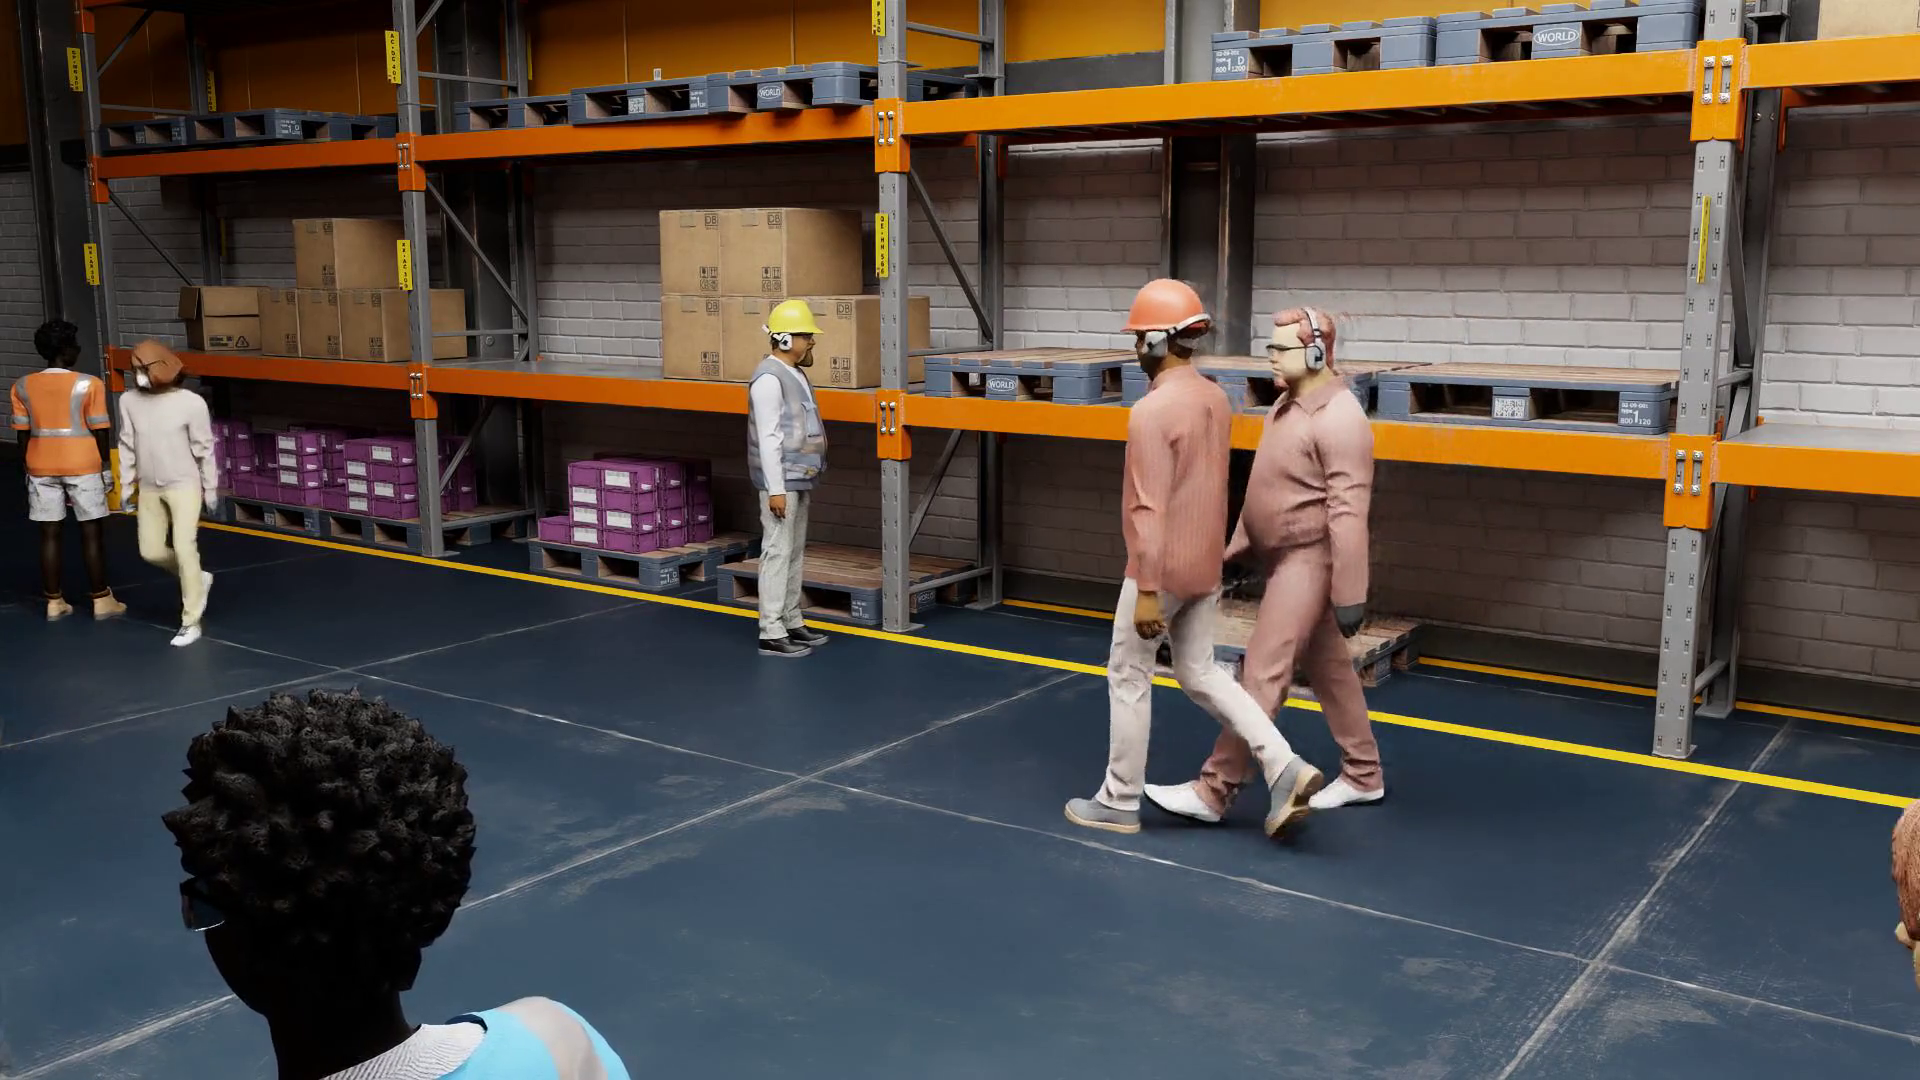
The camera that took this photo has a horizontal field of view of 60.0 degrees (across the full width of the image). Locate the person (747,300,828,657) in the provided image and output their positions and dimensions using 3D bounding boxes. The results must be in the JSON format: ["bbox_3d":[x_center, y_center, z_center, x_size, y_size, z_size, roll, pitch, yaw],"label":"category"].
[{"bbox_3d":[-0.881,-0.318,8.592,0.403,1.827,0.593,2,10,11],"label":"person"}]

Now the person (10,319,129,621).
[{"bbox_3d":[-5.020,-0.386,9.350,0.536,1.699,0.322,0,10,-1],"label":"person"}]

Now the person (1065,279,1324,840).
[{"bbox_3d":[0.804,0.093,5.722,0.855,1.970,0.629,7,12,35],"label":"person"}]

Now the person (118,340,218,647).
[{"bbox_3d":[-4.196,-0.270,8.910,0.524,1.609,0.560,1,10,5],"label":"person"}]

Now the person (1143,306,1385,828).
[{"bbox_3d":[1.142,0.104,5.967,0.957,1.857,0.650,0,10,-2],"label":"person"}]

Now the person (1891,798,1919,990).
[{"bbox_3d":[0.870,0.989,1.471,0.535,1.597,0.781,-6,11,-30],"label":"person"}]

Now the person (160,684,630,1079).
[{"bbox_3d":[-0.470,0.955,1.375,0.317,1.695,0.540,5,11,28],"label":"person"}]
